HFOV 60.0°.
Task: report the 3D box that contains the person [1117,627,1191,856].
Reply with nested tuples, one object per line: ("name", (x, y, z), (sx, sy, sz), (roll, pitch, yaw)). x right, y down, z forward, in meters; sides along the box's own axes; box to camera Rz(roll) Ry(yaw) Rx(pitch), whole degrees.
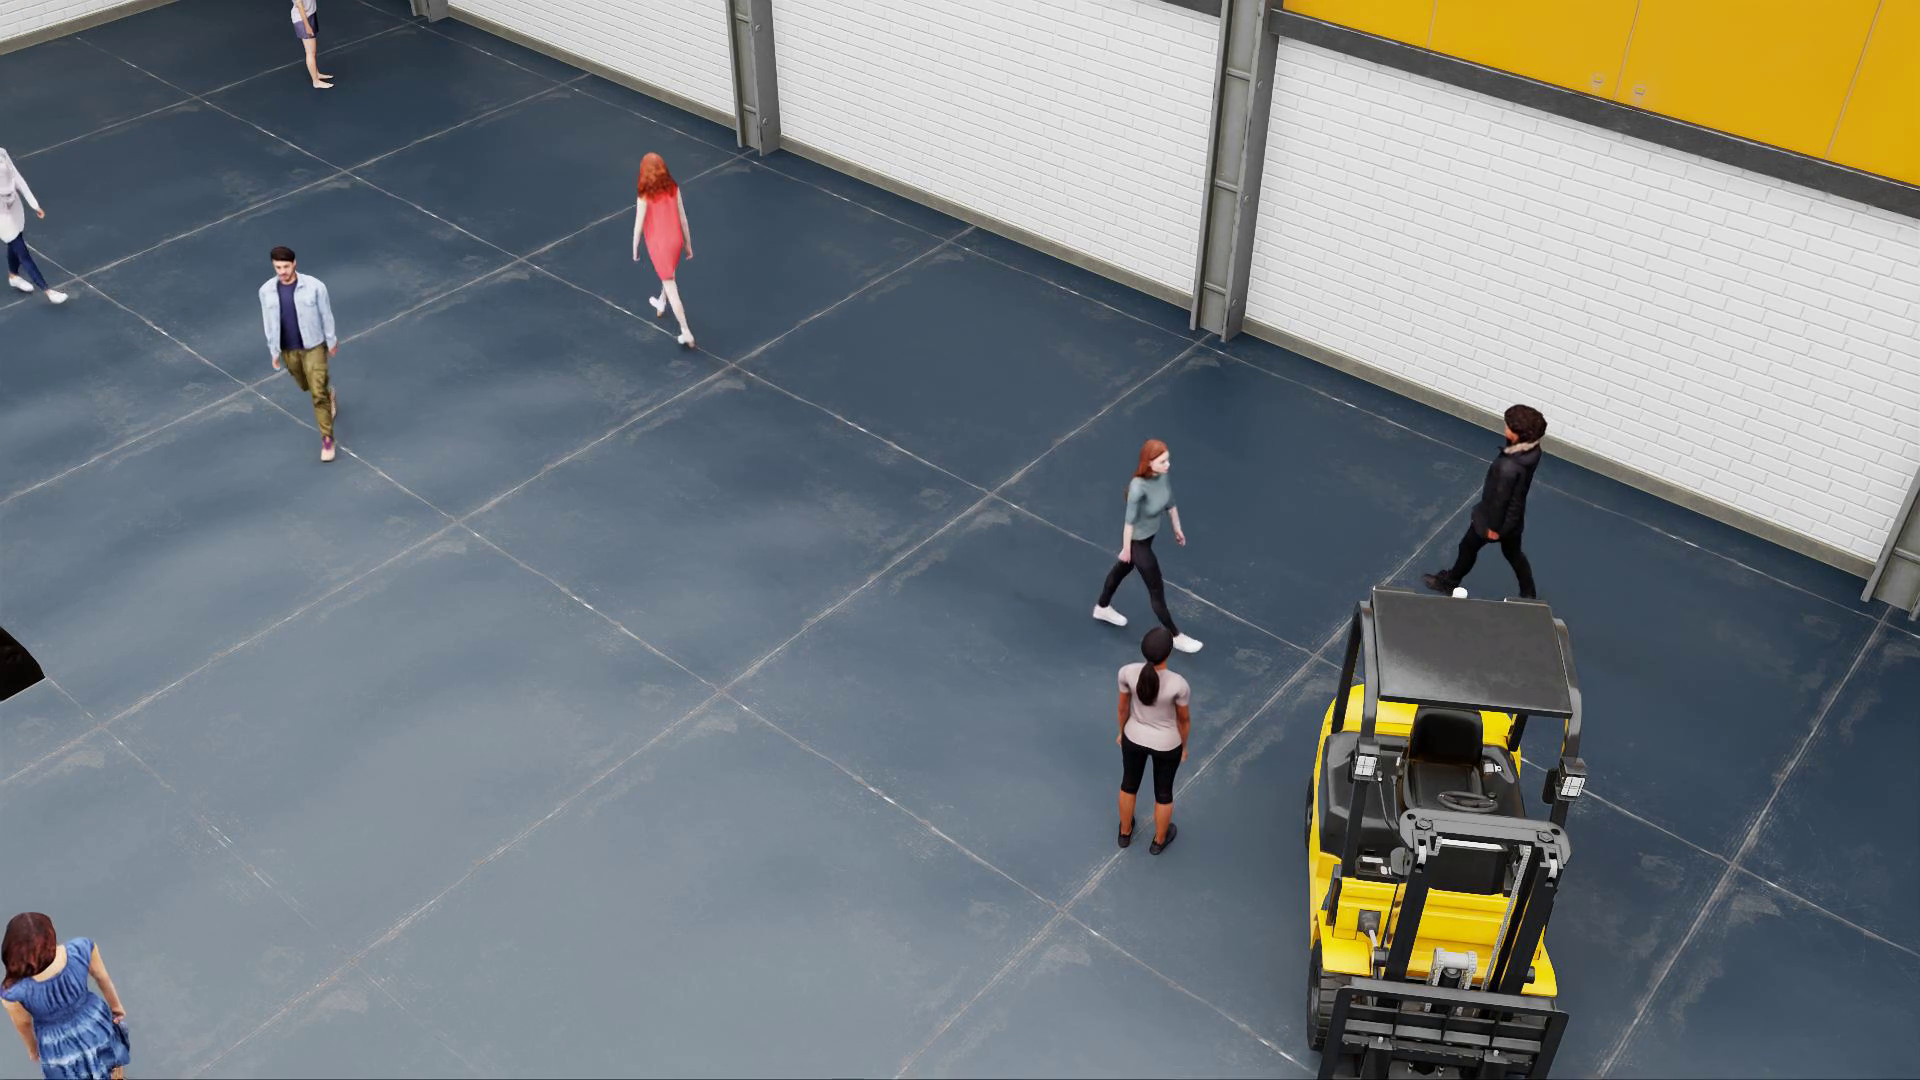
("person", (1.153, 1.217, 10.047), (0.583, 1.747, 0.732), (14, 41, 17))

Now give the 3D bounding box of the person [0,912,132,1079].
("person", (-4.378, 2.548, 8.352), (1.062, 1.784, 0.751), (22, 43, 25))

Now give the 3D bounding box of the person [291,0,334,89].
("person", (-7.601, -6.057, 19.301), (0.713, 1.566, 0.623), (-10, 40, -12))

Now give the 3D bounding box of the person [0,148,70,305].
("person", (-8.865, -3.024, 15.371), (1.169, 1.730, 0.806), (17, 42, 20))

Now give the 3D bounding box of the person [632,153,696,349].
("person", (-2.545, -2.502, 14.668), (0.752, 1.792, 1.105), (-27, 46, -30))

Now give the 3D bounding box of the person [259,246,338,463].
("person", (-5.345, -1.599, 13.548), (1.146, 1.778, 1.196), (-2, 39, -3))

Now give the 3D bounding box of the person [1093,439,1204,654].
("person", (1.204, -0.012, 11.628), (1.142, 1.695, 0.700), (21, 43, 24))

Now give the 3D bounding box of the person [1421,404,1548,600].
("person", (3.912, -0.154, 11.765), (1.100, 1.746, 0.633), (29, 47, 31))
